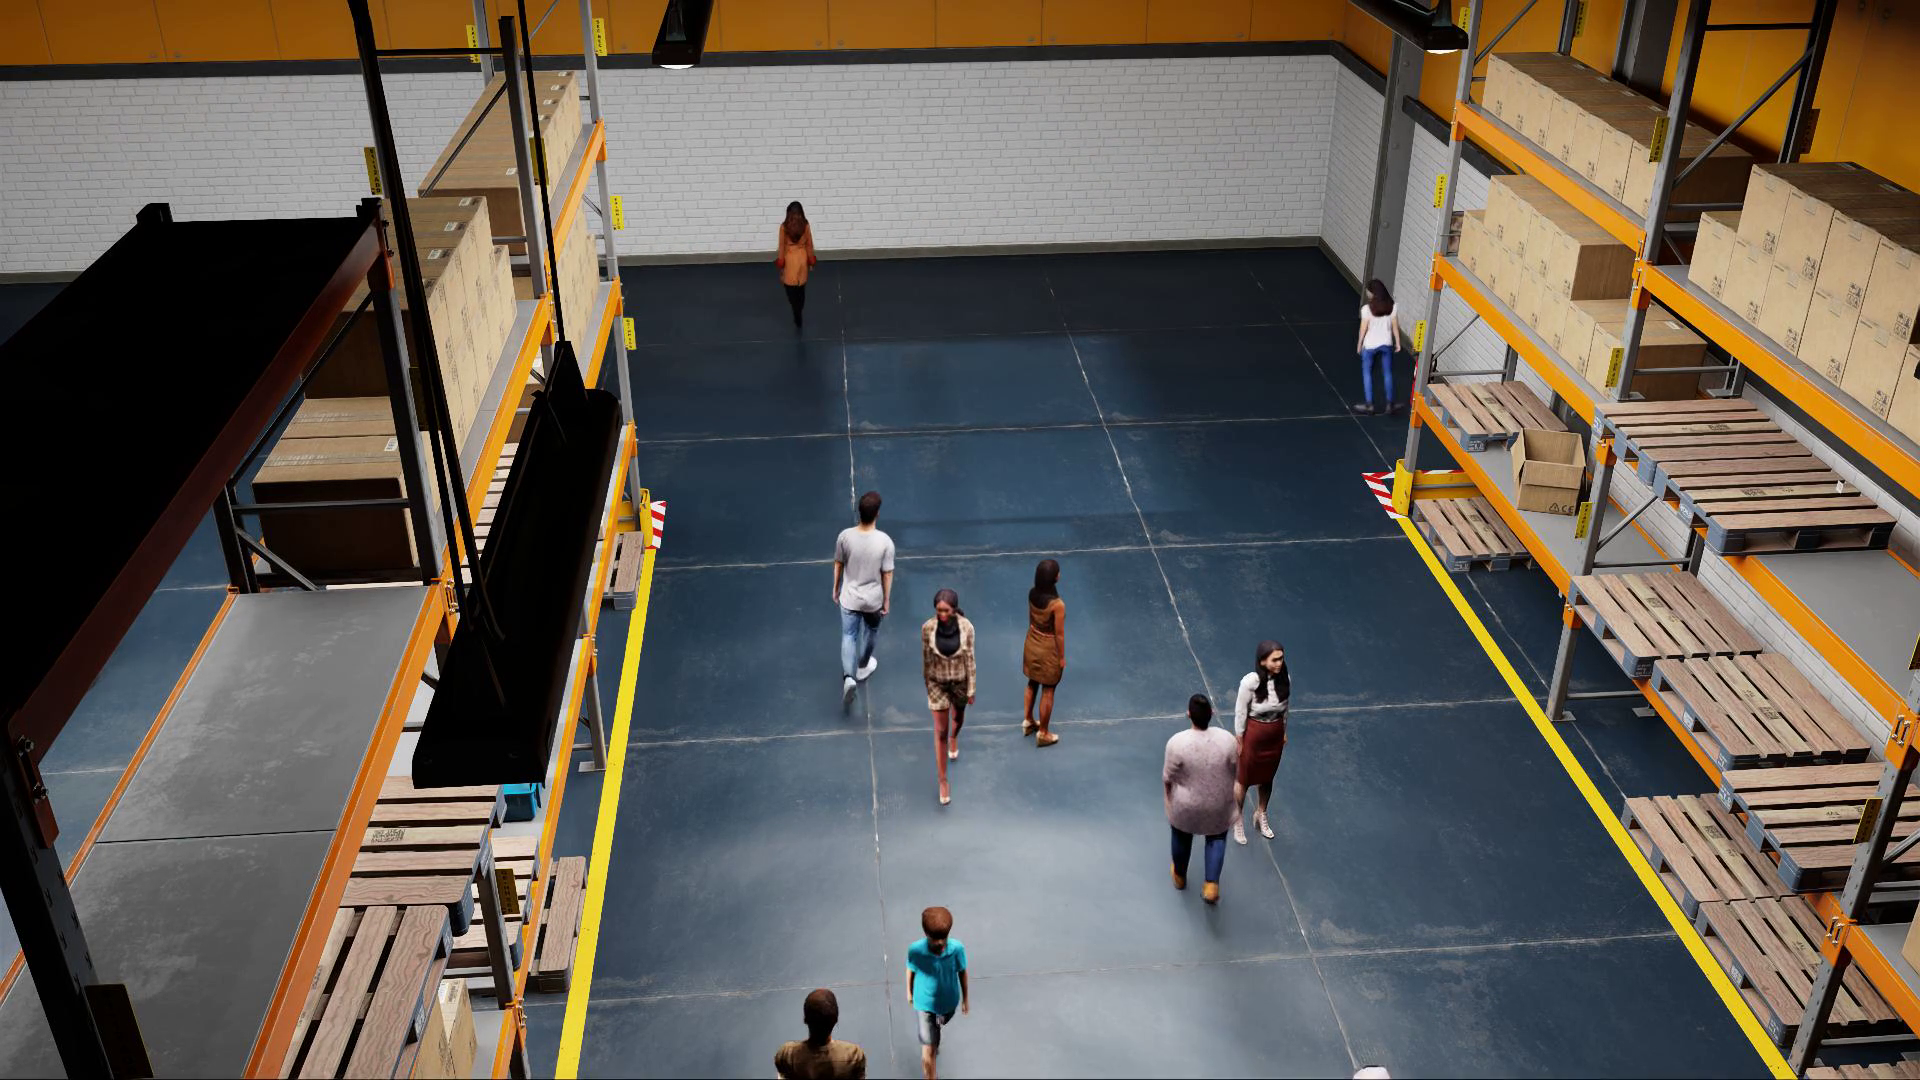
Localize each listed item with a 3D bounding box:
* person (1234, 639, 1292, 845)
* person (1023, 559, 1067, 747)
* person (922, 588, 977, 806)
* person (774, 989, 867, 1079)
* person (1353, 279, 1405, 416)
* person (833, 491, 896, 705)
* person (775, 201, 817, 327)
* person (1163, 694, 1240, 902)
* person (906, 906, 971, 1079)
[{"bbox_3d":[2.265,1.512,12.505,0.644,1.750,0.592,-10,30,-17],"label":"person"},{"bbox_3d":[0.693,0.917,13.667,0.705,1.684,0.608,-19,34,-31],"label":"person"},{"bbox_3d":[-0.067,1.139,13.202,0.611,1.739,1.091,0,29,-1],"label":"person"},{"bbox_3d":[-0.755,3.315,9.121,0.689,1.826,1.055,-4,29,-7],"label":"person"},{"bbox_3d":[4.948,-2.225,19.459,0.833,1.652,0.606,0,29,0],"label":"person"},{"bbox_3d":[-0.845,0.515,14.222,0.905,1.858,1.161,4,29,8],"label":"person"},{"bbox_3d":[-2.151,-3.598,21.917,0.784,1.709,0.858,-8,30,-14],"label":"person"},{"bbox_3d":[1.724,1.855,11.890,0.799,1.738,0.852,2,29,3],"label":"person"},{"bbox_3d":[-0.160,2.810,10.473,0.606,1.418,1.028,-5,29,-9],"label":"person"}]
